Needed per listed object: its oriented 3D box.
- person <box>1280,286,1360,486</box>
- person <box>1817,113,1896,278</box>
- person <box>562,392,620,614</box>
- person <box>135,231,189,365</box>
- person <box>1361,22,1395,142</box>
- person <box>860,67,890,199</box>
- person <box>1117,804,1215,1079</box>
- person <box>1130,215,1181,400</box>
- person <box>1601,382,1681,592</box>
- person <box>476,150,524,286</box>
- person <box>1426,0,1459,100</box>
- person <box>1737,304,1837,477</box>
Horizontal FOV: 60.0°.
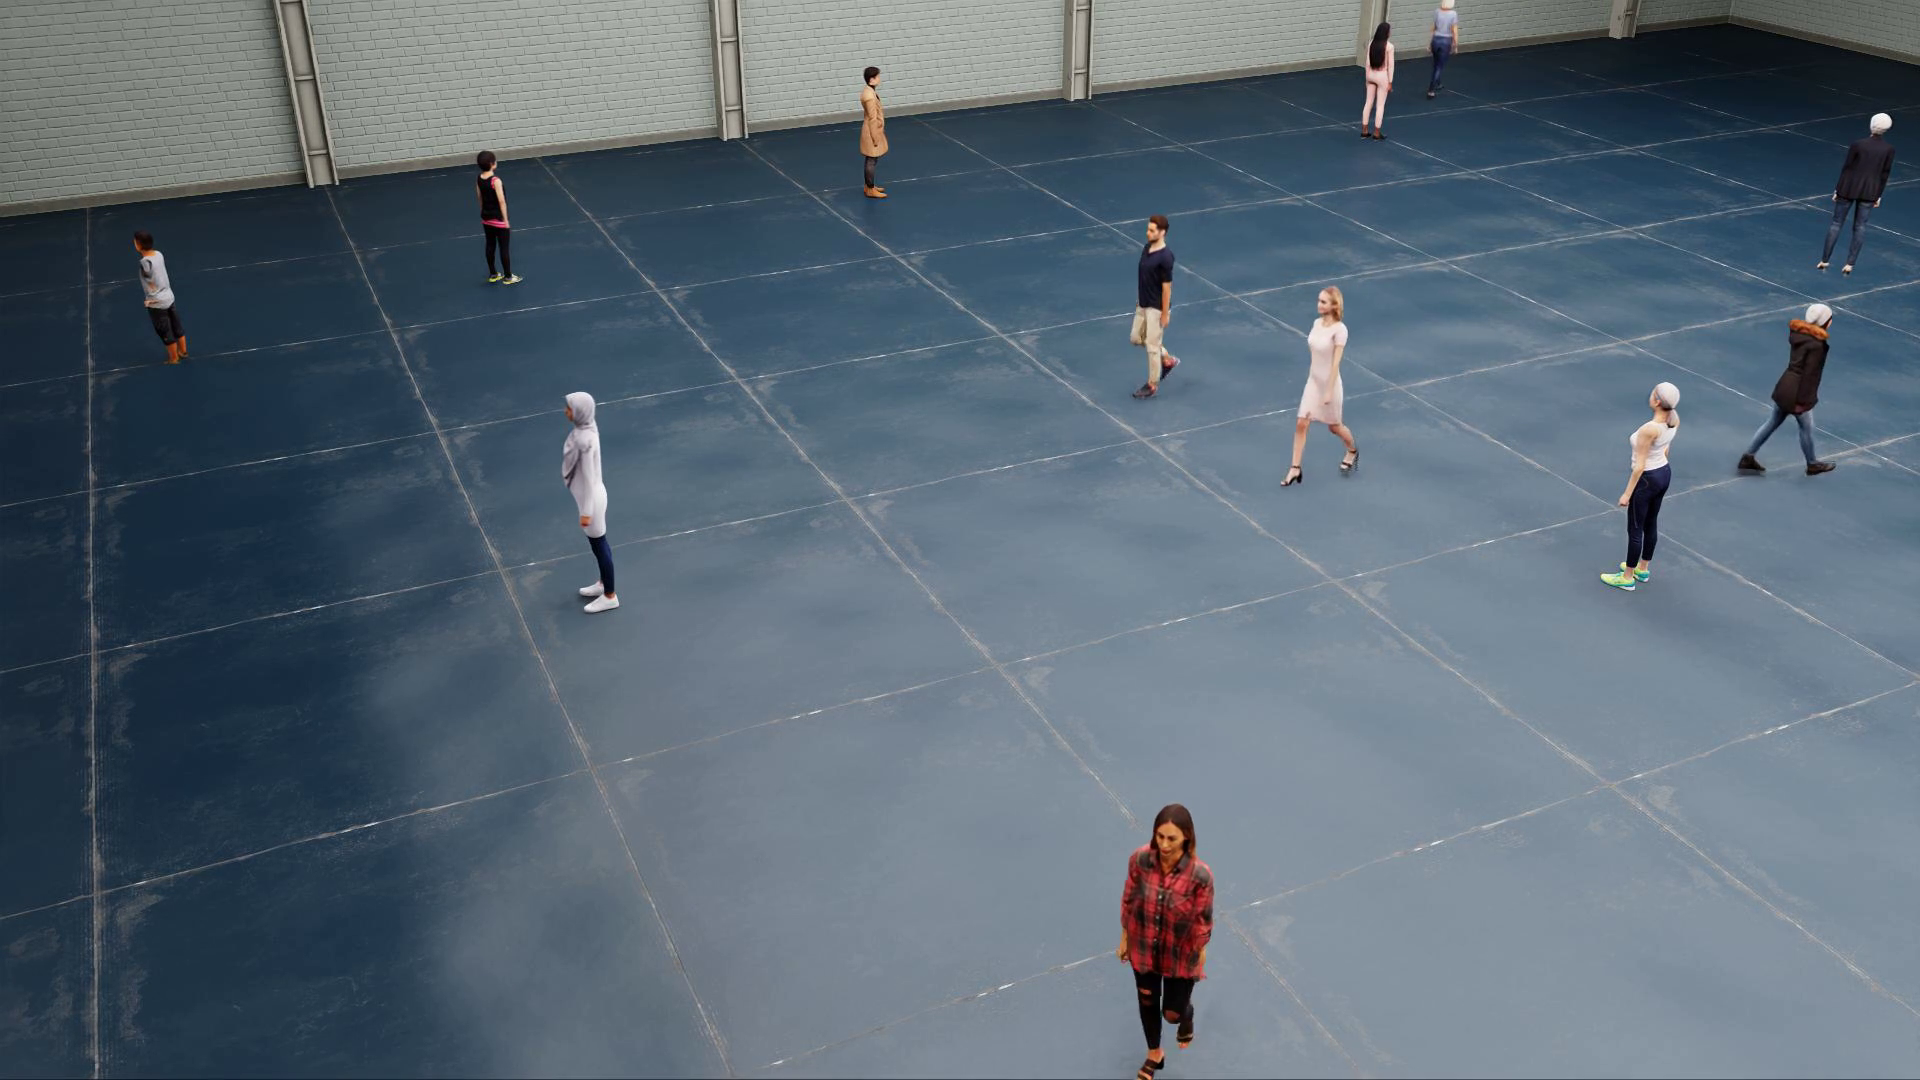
[{"bbox_3d":[3.259,-1.320,14.480,1.093,1.792,0.648,-15,32,-27],"label":"person"},{"bbox_3d":[9.592,-3.727,17.847,0.822,1.782,0.791,10,30,18],"label":"person"},{"bbox_3d":[-2.786,-0.296,12.576,0.591,1.775,0.652,-6,29,-12],"label":"person"},{"bbox_3d":[-8.255,-2.542,17.135,0.652,1.454,0.649,3,28,5],"label":"person"},{"bbox_3d":[6.293,-6.909,25.050,0.637,1.722,0.677,-23,36,-37],"label":"person"},{"bbox_3d":[-1.193,-5.508,22.414,0.710,1.727,0.723,-4,28,-8],"label":"person"},{"bbox_3d":[1.058,1.996,8.358,0.787,1.693,0.849,15,32,26],"label":"person"},{"bbox_3d":[1.967,-2.289,16.244,0.783,1.845,0.643,-12,30,-21],"label":"person"},{"bbox_3d":[5.337,-0.421,12.888,0.541,1.702,0.701,-20,34,-33],"label":"person"},{"bbox_3d":[-5.407,-3.754,19.307,0.620,1.552,0.648,17,32,29],"label":"person"},{"bbox_3d":[7.873,-8.110,27.335,0.853,1.693,1.063,23,35,36],"label":"person"},{"bbox_3d":[7.280,-1.289,14.634,1.146,1.592,0.937,1,28,1],"label":"person"}]
